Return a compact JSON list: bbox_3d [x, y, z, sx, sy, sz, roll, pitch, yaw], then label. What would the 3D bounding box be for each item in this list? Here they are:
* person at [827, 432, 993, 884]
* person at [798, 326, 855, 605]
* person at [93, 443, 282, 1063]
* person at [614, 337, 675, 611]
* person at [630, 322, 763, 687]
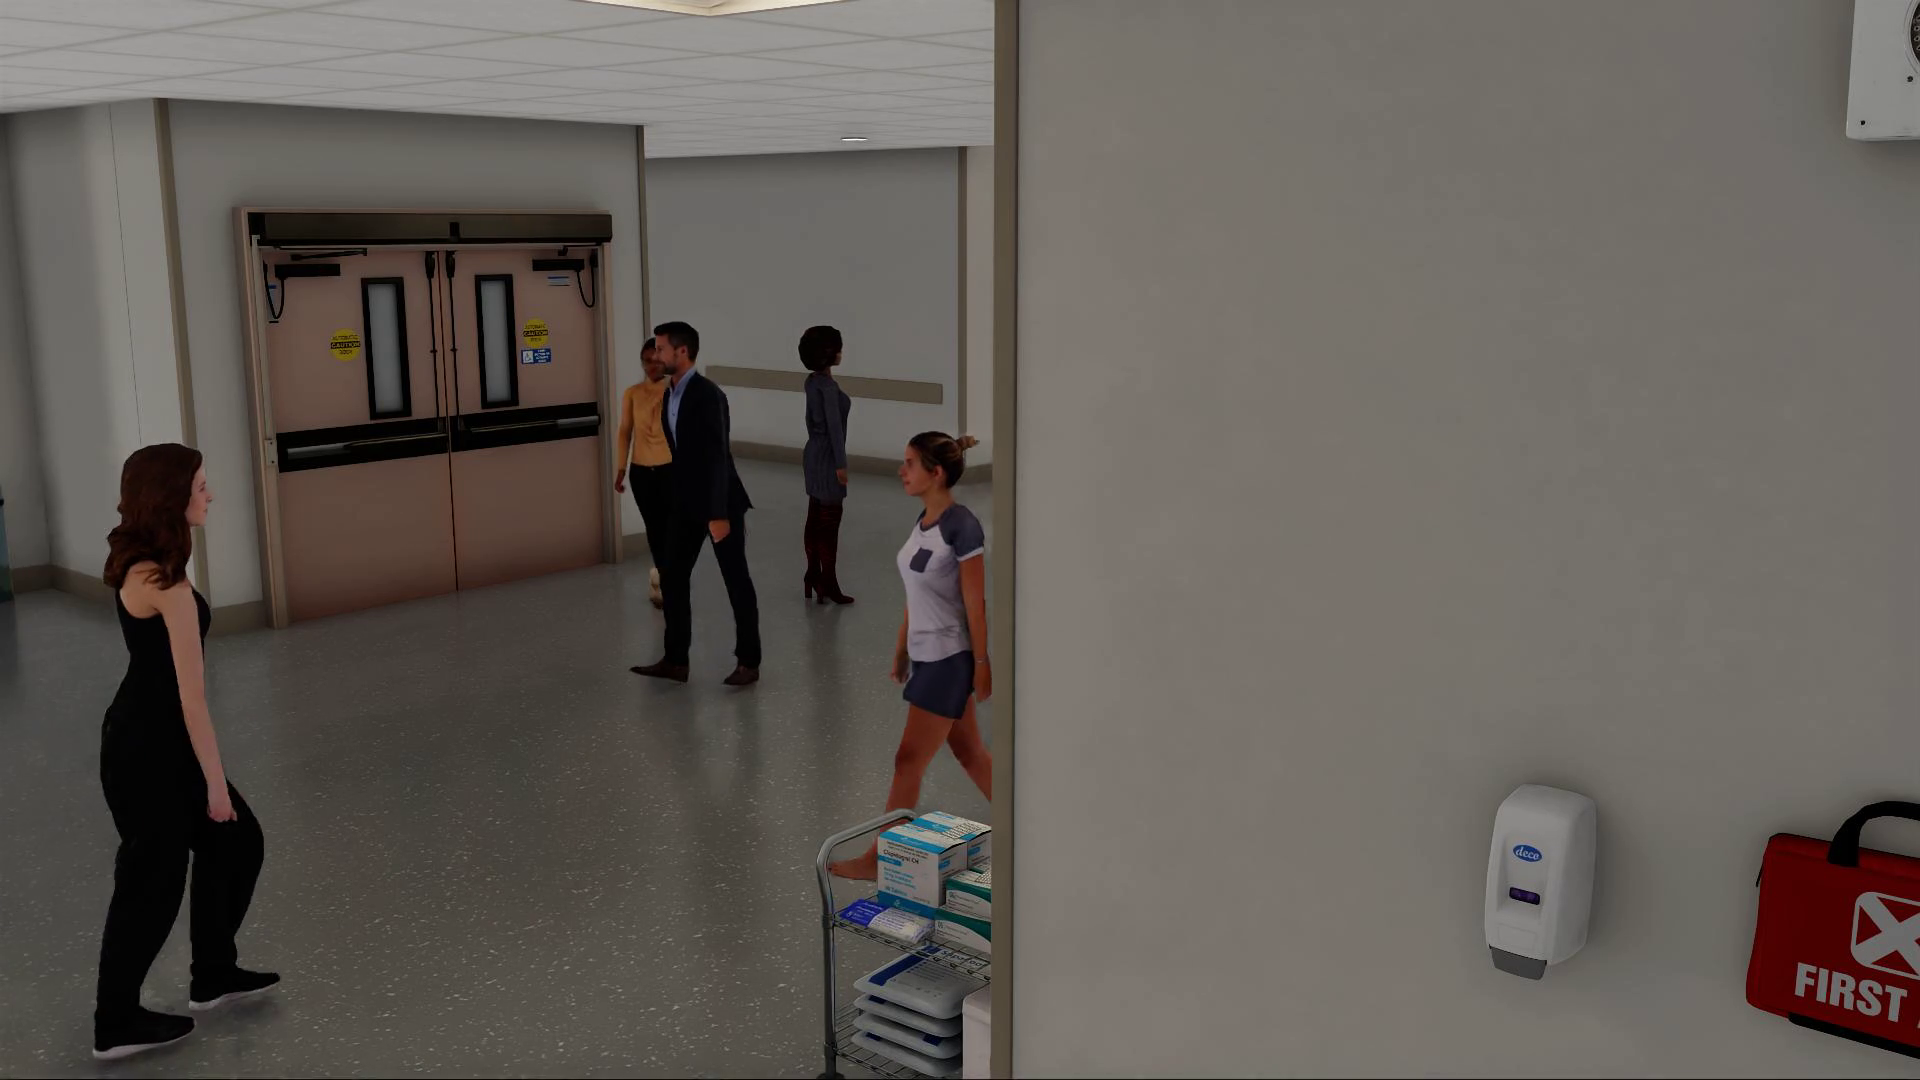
[{"bbox_3d":[0.016,0.440,5.875,1.107,1.574,0.931,-3,11,-17],"label":"person"},{"bbox_3d":[-0.839,-0.468,10.293,0.649,1.711,0.653,-5,12,-24],"label":"person"},{"bbox_3d":[-2.320,0.610,4.591,0.825,1.718,0.708,-8,13,-35],"label":"person"},{"bbox_3d":[-1.850,-0.397,10.180,1.009,1.613,1.150,0,11,2],"label":"person"},{"bbox_3d":[-1.238,-0.169,8.359,0.666,1.843,0.823,9,14,40],"label":"person"}]
